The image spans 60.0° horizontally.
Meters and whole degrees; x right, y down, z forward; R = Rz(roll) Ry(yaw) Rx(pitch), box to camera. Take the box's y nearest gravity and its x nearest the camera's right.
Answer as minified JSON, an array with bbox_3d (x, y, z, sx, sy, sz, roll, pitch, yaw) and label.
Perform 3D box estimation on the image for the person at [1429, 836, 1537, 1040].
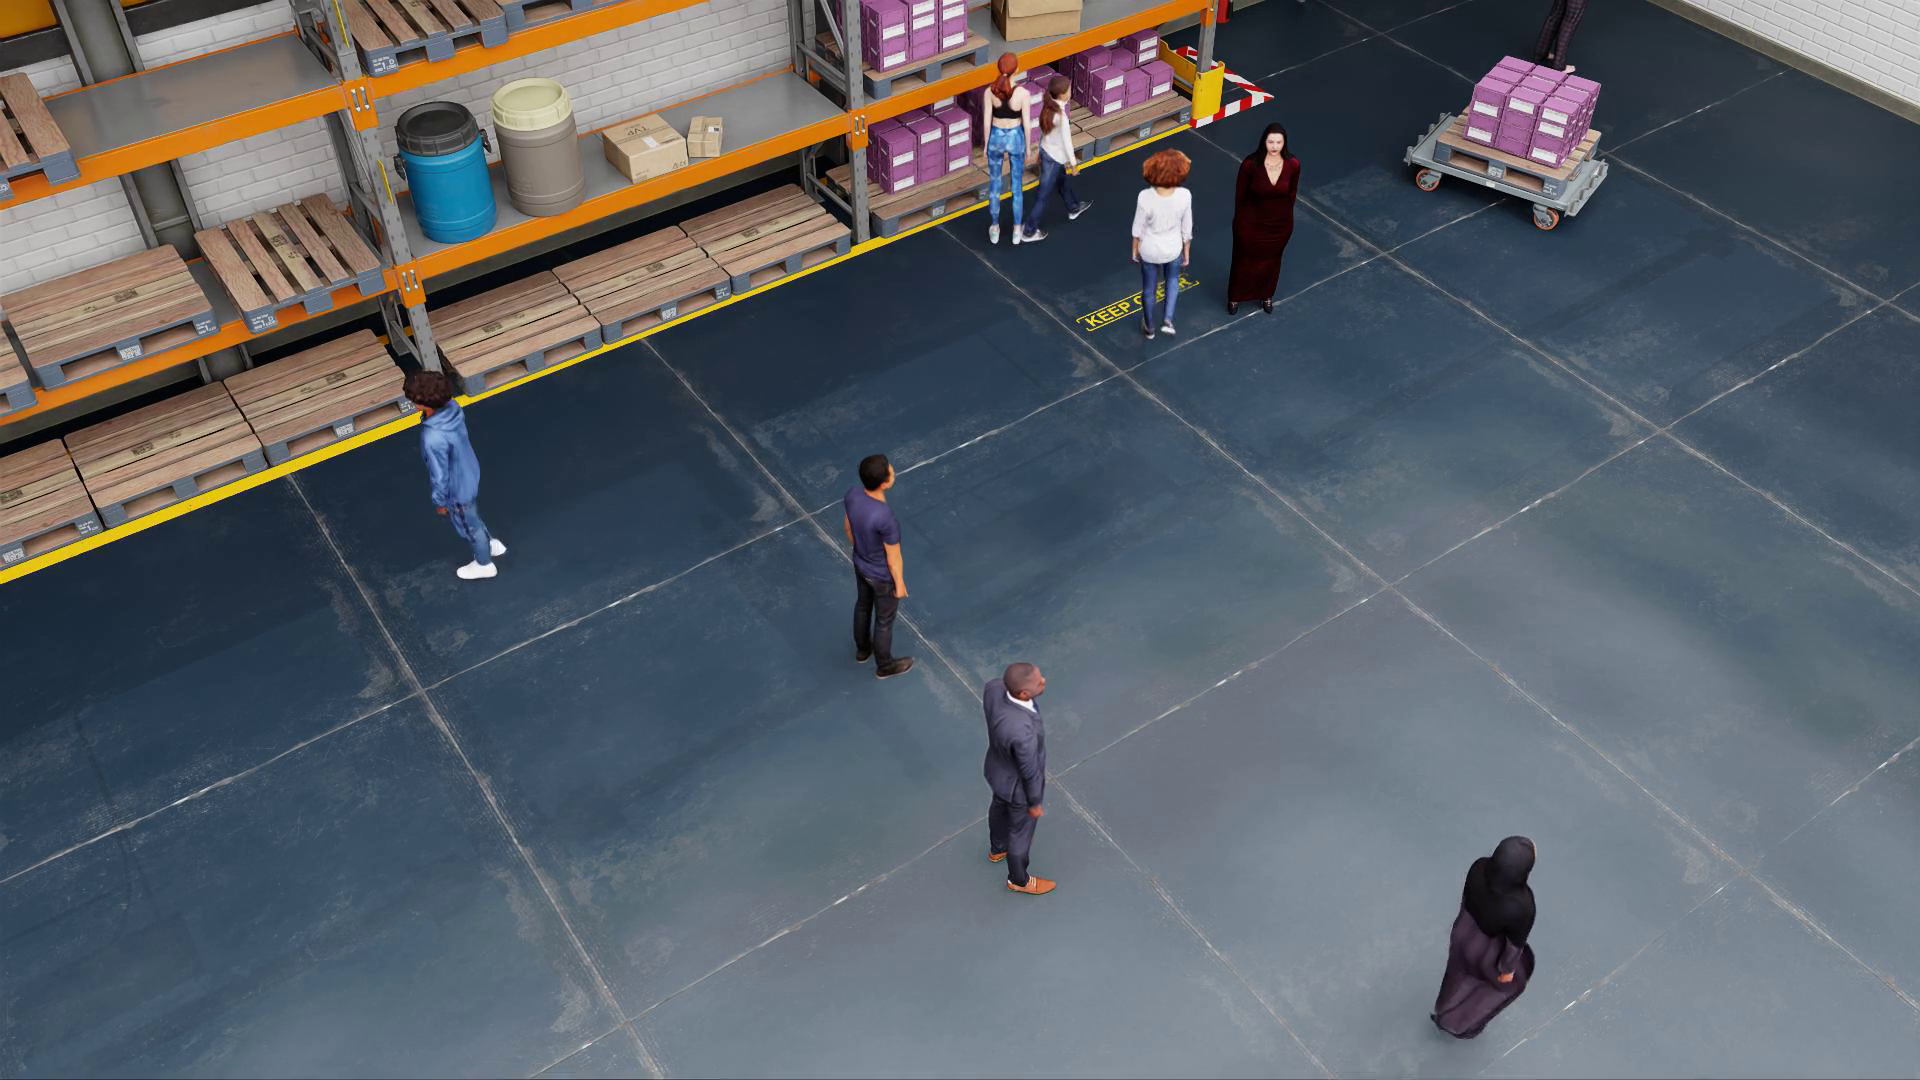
[{"bbox_3d":[2.721,2.118,8.751,0.797,1.608,0.684,-17,46,-17],"label":"person"}]

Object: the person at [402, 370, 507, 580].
[{"bbox_3d":[-3.342,-0.421,11.279,0.836,1.798,0.807,1,44,1],"label":"person"}]

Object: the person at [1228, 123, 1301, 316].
[{"bbox_3d":[2.477,-2.622,13.619,0.719,1.758,0.826,-3,44,-3],"label":"person"}]

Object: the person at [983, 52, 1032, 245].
[{"bbox_3d":[0.399,-3.387,14.402,0.668,1.784,0.736,4,44,4],"label":"person"}]

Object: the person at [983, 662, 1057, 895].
[{"bbox_3d":[0.322,1.326,9.426,0.684,1.824,0.754,-15,46,-15],"label":"person"}]

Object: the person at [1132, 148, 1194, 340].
[{"bbox_3d":[1.620,-2.302,13.320,0.794,1.706,0.861,1,44,1],"label":"person"}]

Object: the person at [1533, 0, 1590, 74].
[{"bbox_3d":[6.178,-5.618,16.683,0.637,1.868,0.708,-14,45,-14],"label":"person"}]

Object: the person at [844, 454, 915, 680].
[{"bbox_3d":[-0.547,0.167,10.667,0.548,1.790,0.671,-31,52,-28],"label":"person"}]

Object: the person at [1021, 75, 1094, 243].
[{"bbox_3d":[0.733,-3.288,14.493,1.050,1.516,0.643,-20,47,-20],"label":"person"}]
